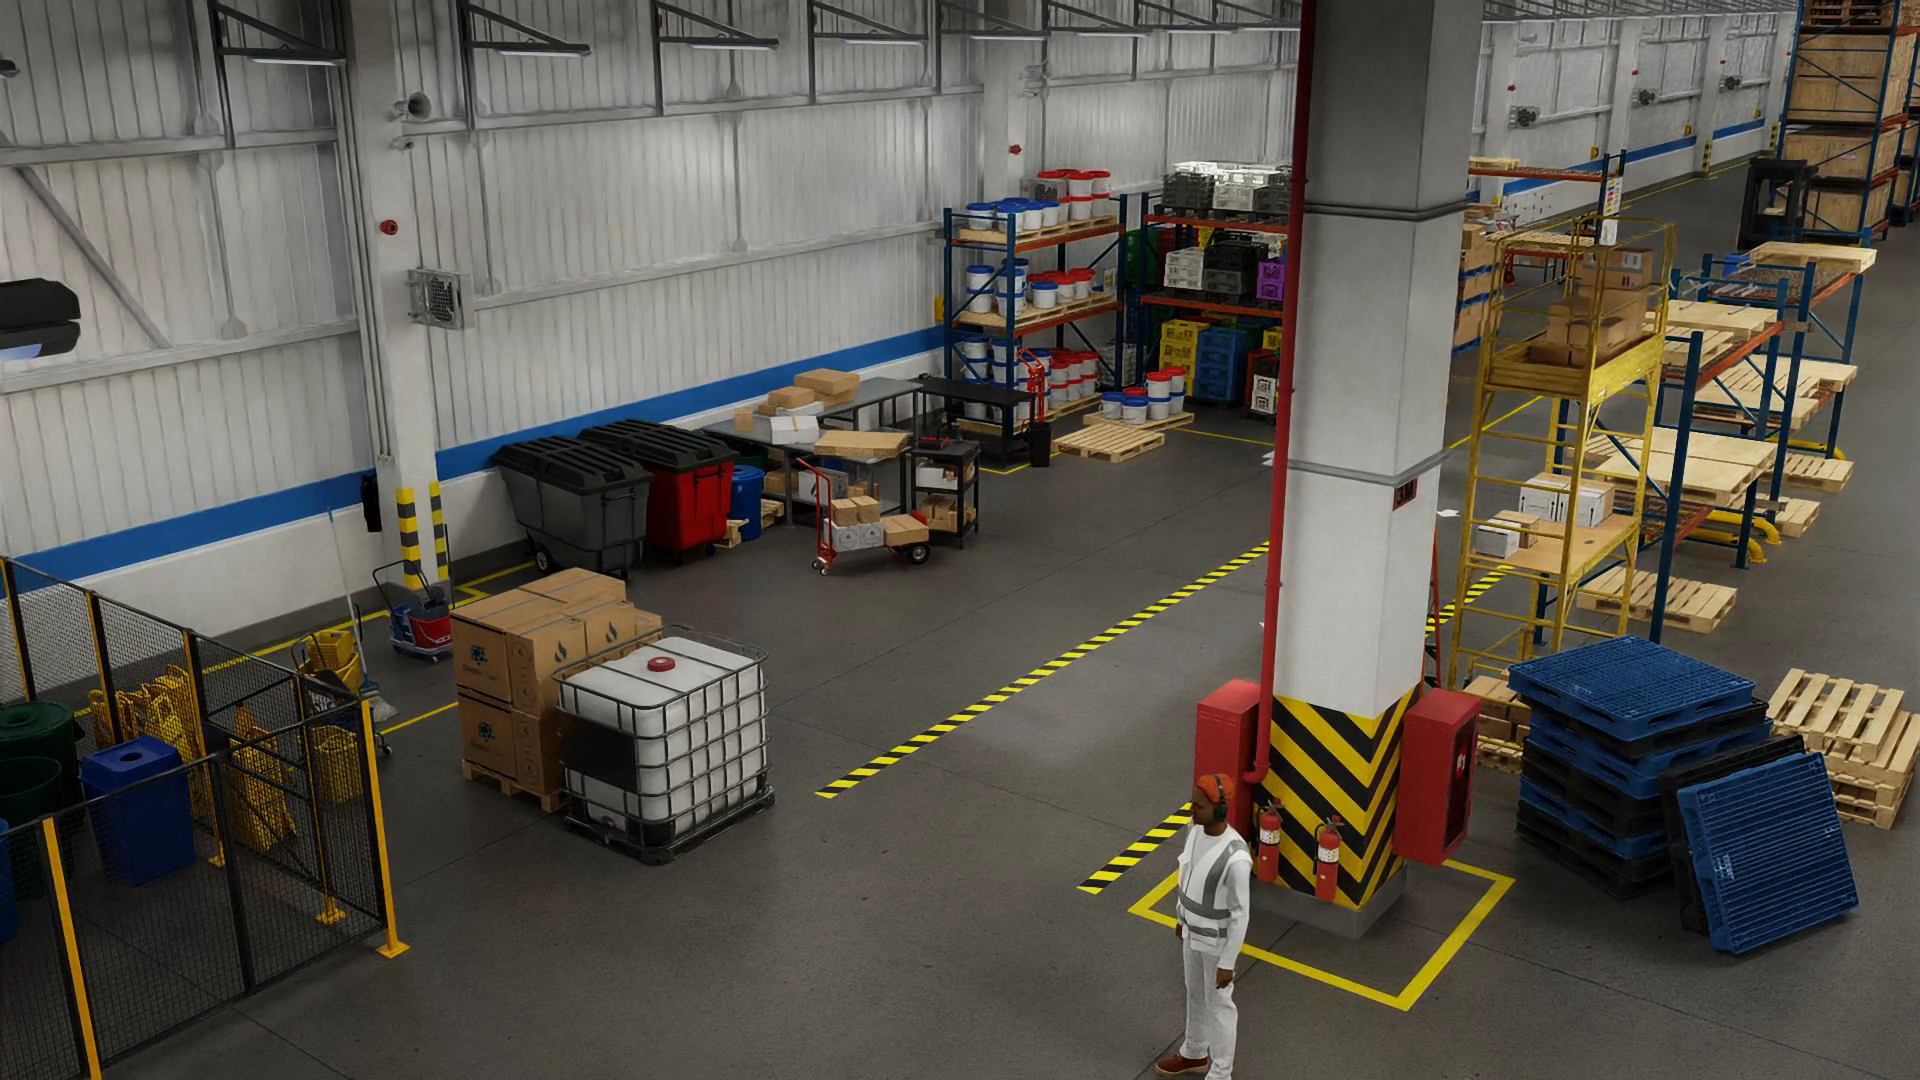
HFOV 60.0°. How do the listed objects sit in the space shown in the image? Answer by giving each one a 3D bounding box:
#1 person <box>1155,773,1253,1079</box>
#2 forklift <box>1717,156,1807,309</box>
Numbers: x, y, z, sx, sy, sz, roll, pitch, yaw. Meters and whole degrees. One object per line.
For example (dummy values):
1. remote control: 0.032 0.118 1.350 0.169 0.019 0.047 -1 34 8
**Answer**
1. person: 1.306 2.094 8.790 0.355 1.883 0.575 -7 19 -20
2. forklift: 15.199 -5.780 31.309 1.129 2.768 1.873 13 22 34
